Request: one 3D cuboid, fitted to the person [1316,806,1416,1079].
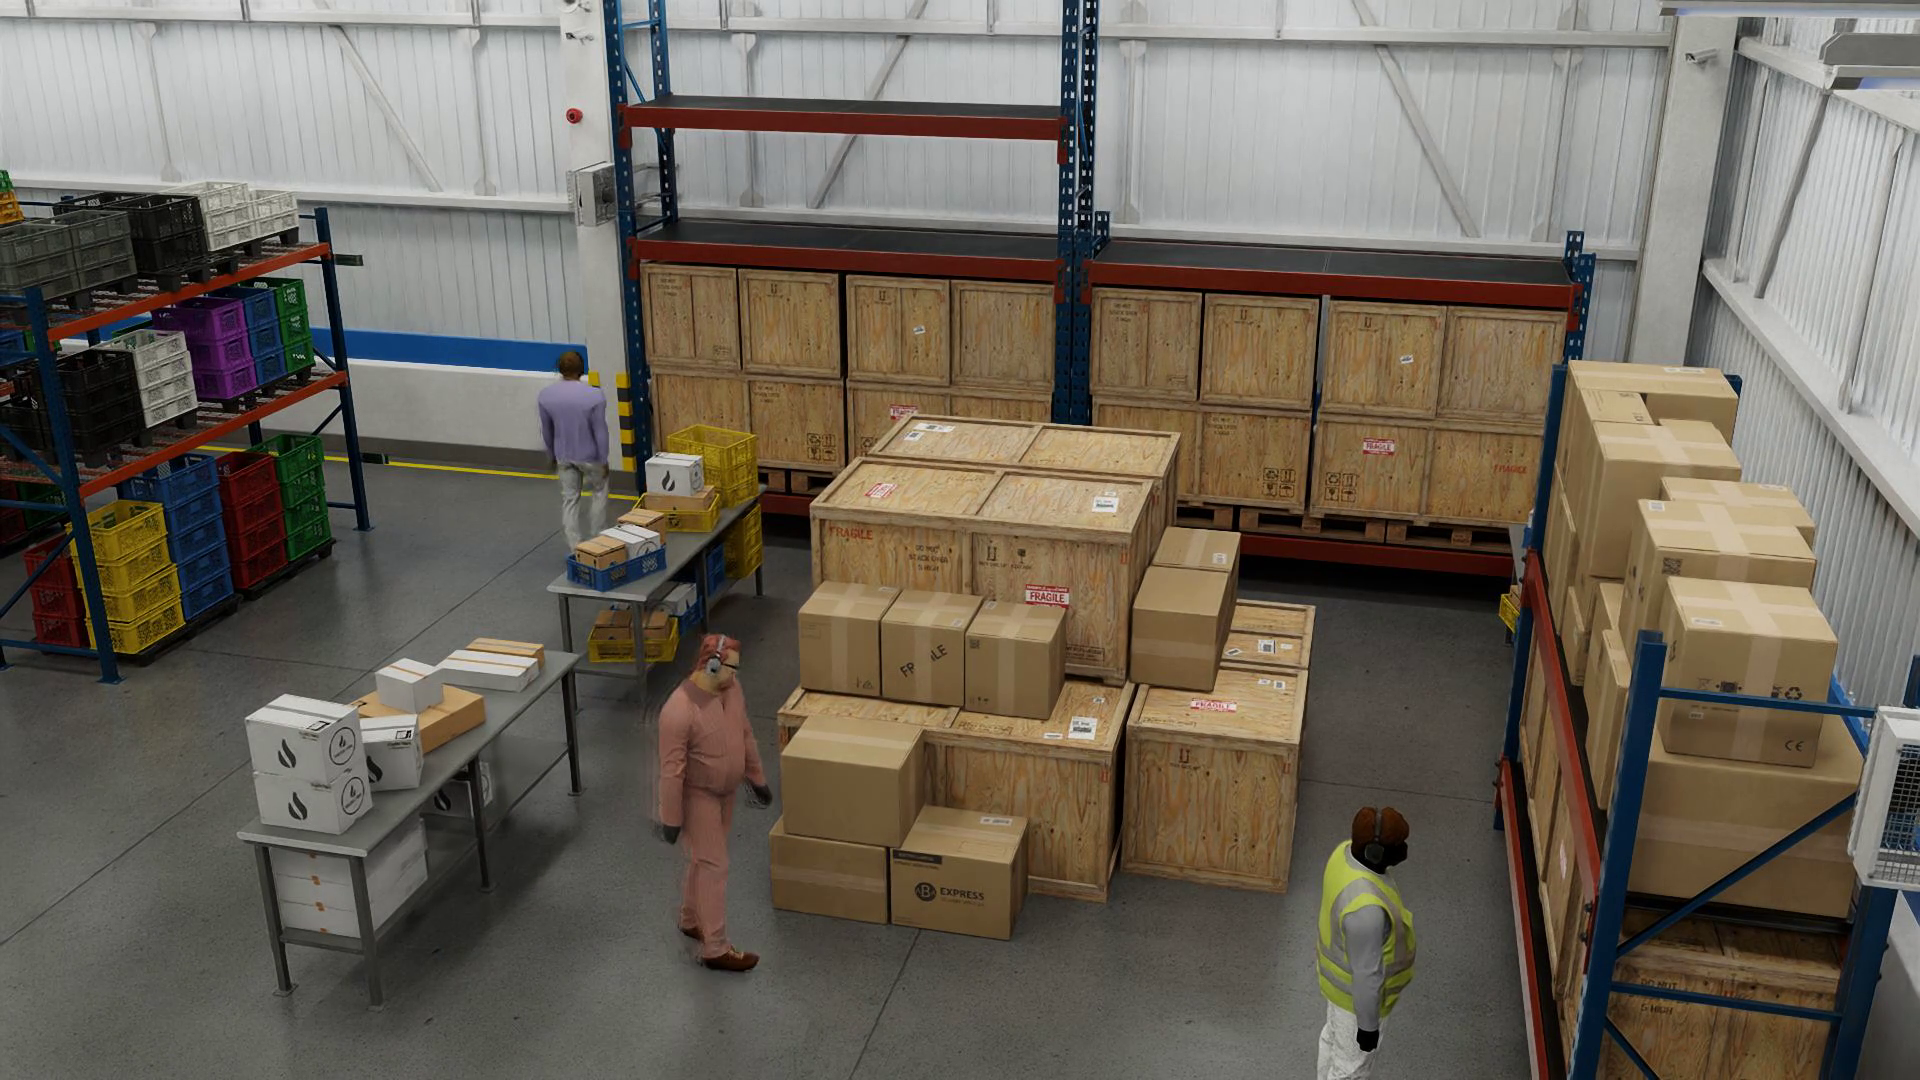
[{"bbox_3d":[1.824,2.022,7.533,0.429,1.842,0.636,2,21,4],"label":"person"}]

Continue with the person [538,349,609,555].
[{"bbox_3d":[-3.346,-0.763,14.706,0.642,1.918,0.644,3,21,9],"label":"person"}]

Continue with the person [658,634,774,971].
[{"bbox_3d":[-1.305,1.414,9.108,0.669,1.860,0.698,8,22,21],"label":"person"}]
